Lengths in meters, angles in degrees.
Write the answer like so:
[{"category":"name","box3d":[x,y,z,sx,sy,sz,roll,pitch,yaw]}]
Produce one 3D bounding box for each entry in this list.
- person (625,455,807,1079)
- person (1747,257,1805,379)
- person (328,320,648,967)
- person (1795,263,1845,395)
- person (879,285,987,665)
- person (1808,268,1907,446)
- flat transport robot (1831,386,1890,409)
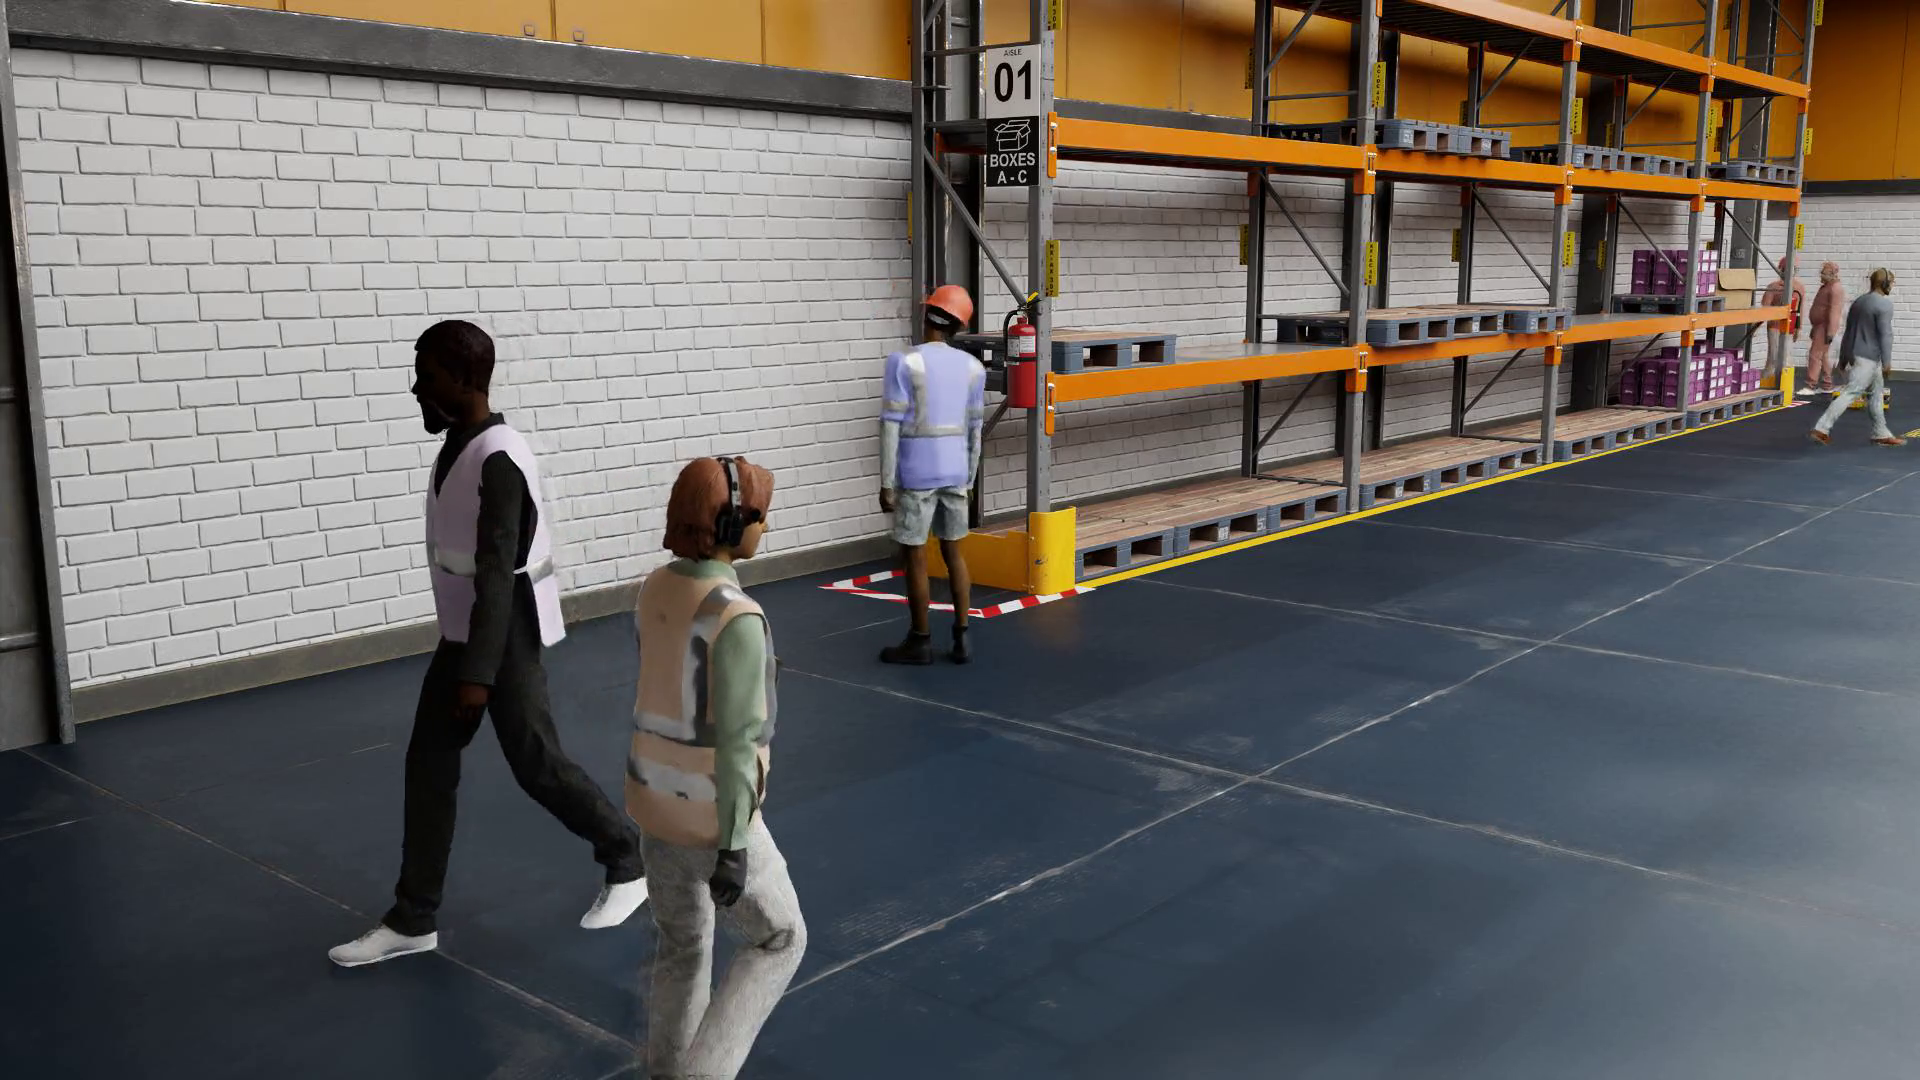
[{"category":"person","box3d":[-0.557,0.619,3.739,0.365,1.624,0.535,-8,13,-37]},{"category":"person","box3d":[11.357,-2.948,23.097,0.680,1.955,0.689,-4,11,-22]},{"category":"person","box3d":[-1.355,0.293,4.895,0.962,1.880,0.608,-7,12,-34]},{"category":"person","box3d":[12.158,-2.962,23.475,0.492,1.874,0.728,3,10,17]},{"category":"person","box3d":[-0.130,-0.299,8.229,0.593,1.891,0.429,-7,12,-35]},{"category":"person","box3d":[9.428,-1.900,17.404,1.042,1.882,0.633,1,10,4]},{"category":"flat transport robot","box3d":[11.808,-1.875,21.793,0.652,0.197,1.431,5,11,28]}]
